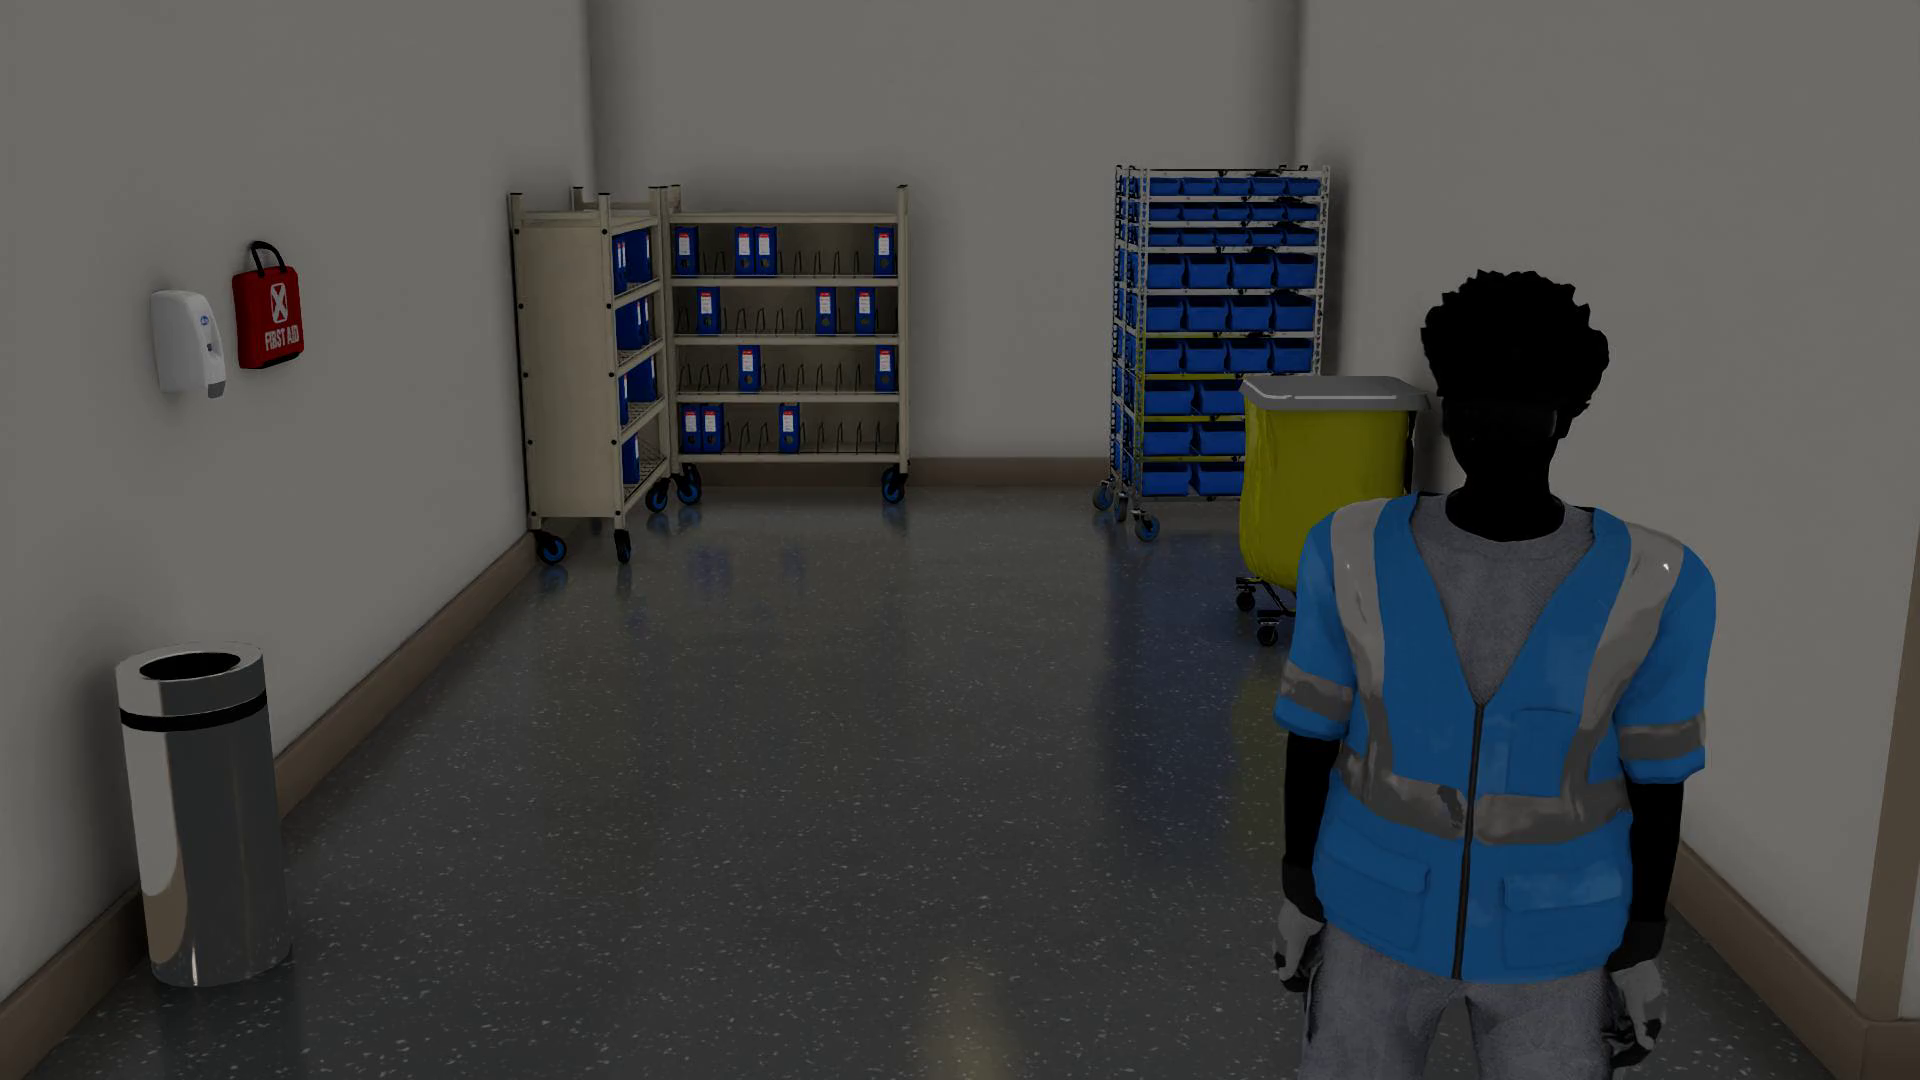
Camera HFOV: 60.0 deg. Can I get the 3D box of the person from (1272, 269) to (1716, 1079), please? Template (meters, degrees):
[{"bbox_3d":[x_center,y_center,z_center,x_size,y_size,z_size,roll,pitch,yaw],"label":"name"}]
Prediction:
[{"bbox_3d":[0.661,0.504,2.171,0.532,1.696,0.319,5,14,19],"label":"person"}]
